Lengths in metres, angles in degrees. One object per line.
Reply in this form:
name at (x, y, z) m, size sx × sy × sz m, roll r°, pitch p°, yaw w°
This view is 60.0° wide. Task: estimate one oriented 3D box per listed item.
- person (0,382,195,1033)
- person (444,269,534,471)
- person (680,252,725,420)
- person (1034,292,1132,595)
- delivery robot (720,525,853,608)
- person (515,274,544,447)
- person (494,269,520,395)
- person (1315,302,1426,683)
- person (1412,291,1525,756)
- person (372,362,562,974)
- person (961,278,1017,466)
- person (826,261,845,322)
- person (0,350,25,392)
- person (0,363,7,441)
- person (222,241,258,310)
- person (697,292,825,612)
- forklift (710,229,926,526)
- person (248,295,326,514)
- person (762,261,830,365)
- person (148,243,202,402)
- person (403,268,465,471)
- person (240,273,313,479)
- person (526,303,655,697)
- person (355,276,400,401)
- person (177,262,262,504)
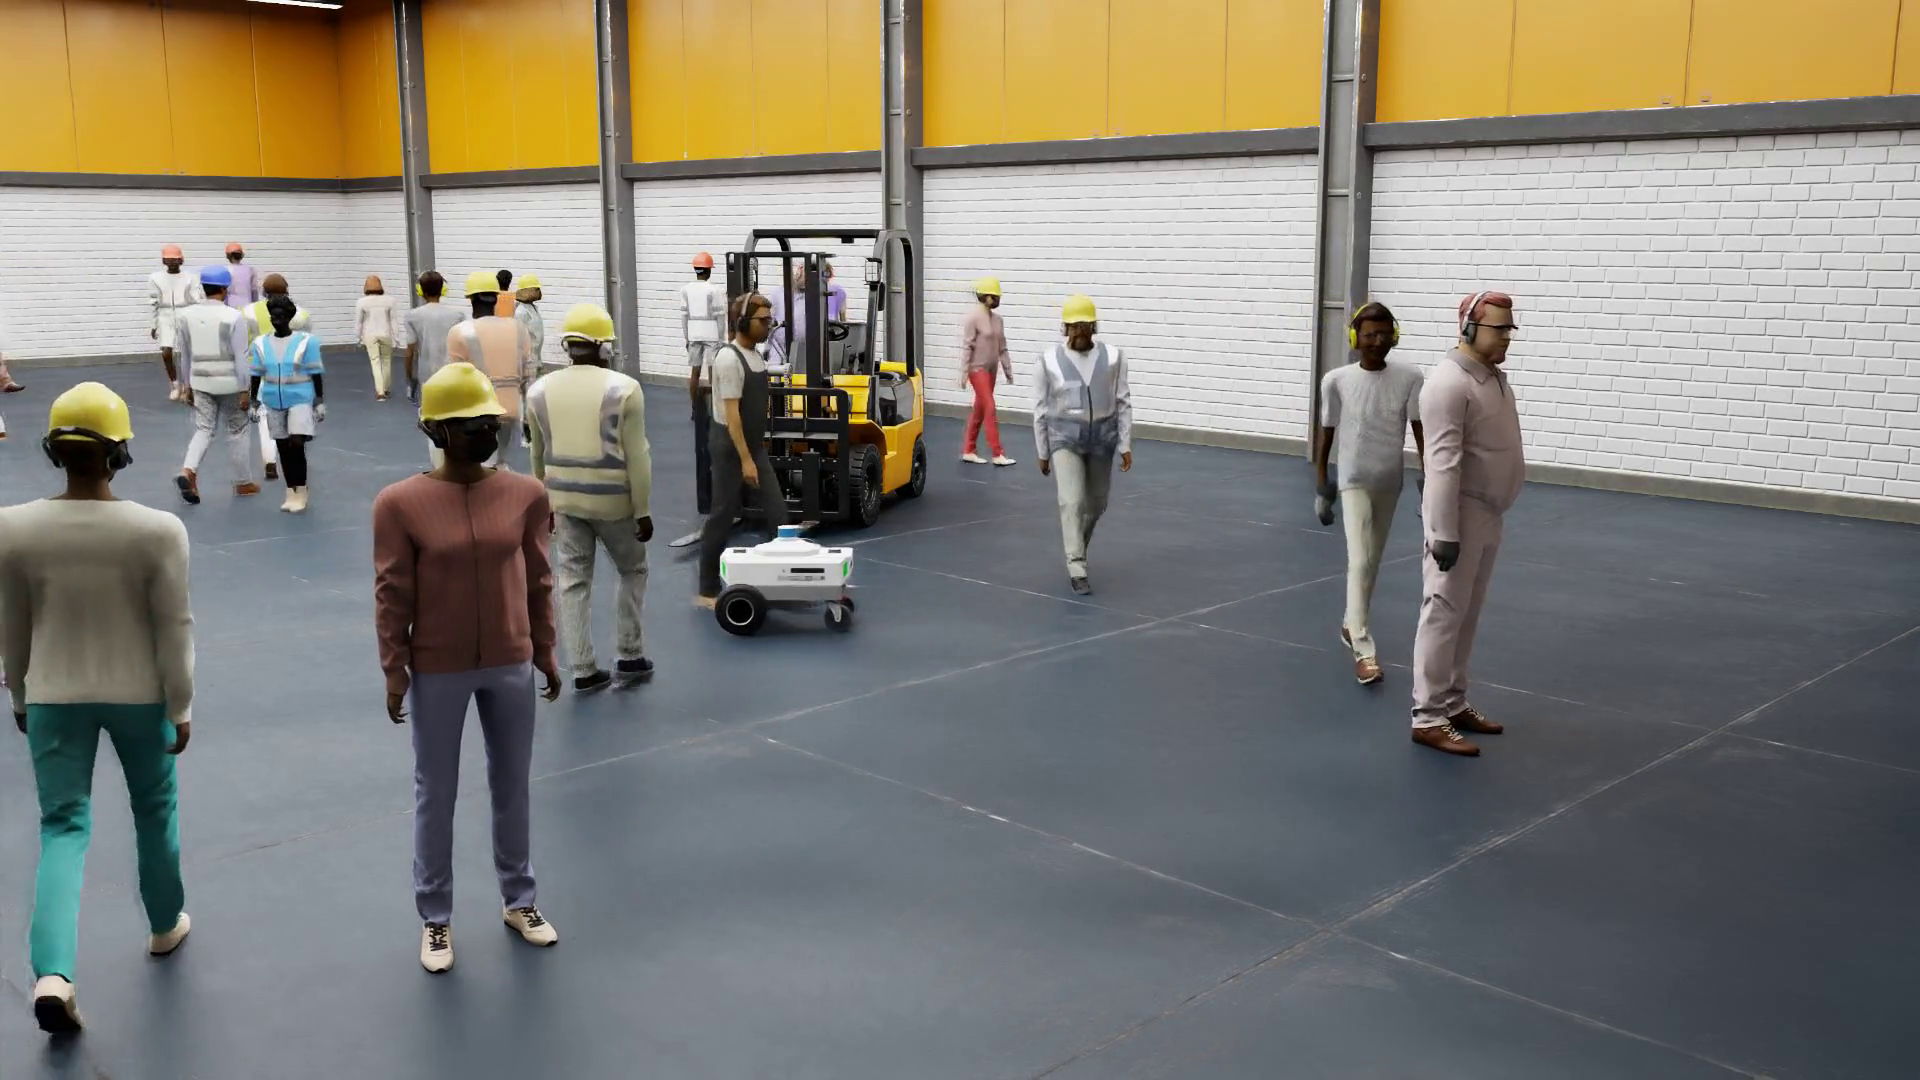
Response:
person at (-2.382, 0.437, 4.589) m, size 0.518 × 1.734 × 0.829 m, roll -3°, pitch 11°, yaw -16°
person at (-3.132, -0.833, 11.071) m, size 0.443 × 1.908 × 0.591 m, roll 8°, pitch 13°, yaw 38°
person at (-2.941, -2.338, 19.174) m, size 0.544 × 1.939 × 0.354 m, roll 3°, pitch 11°, yaw 18°
person at (0.736, -0.612, 10.157) m, size 0.582 × 1.800 × 0.832 m, roll -2°, pitch 11°, yaw -10°
delivery robot at (-0.936, 0.163, 9.054) m, size 0.707 × 0.478 × 0.477 m, roll 0°, pitch 10°, yaw 0°
person at (-4.330, -1.815, 16.849) m, size 0.287 × 1.746 × 0.487 m, roll 0°, pitch 10°, yaw 1°
person at (-5.777, -2.591, 21.213) m, size 0.532 × 1.697 × 0.319 m, roll -3°, pitch 11°, yaw -14°
person at (2.026, -0.251, 8.145) m, size 0.535 × 1.817 × 0.996 m, roll -1°, pitch 10°, yaw -5°
person at (2.135, -0.076, 6.933) m, size 0.401 × 1.904 × 0.646 m, roll 7°, pitch 13°, yaw 34°
person at (-1.430, 0.367, 4.883) m, size 0.533 × 1.772 × 0.296 m, roll -7°, pitch 12°, yaw -33°
person at (0.319, -1.537, 15.342) m, size 0.816 × 1.732 × 0.547 m, roll 8°, pitch 13°, yaw 36°
person at (-1.665, -2.441, 20.056) m, size 0.593 × 1.862 × 0.457 m, roll -5°, pitch 11°, yaw -25°
person at (-13.306, -2.904, 22.496) m, size 1.018 × 1.860 × 0.660 m, roll 1°, pitch 10°, yaw 4°
person at (-10.170, -1.880, 16.915) m, size 0.584 × 1.850 × 0.859 m, roll 7°, pitch 12°, yaw 32°
person at (-11.247, -3.624, 25.922) m, size 0.382 × 2.049 × 0.610 m, roll 8°, pitch 13°, yaw 37°
person at (-1.124, -0.457, 9.278) m, size 0.864 × 1.810 × 0.538 m, roll 4°, pitch 11°, yaw 20°
forklift at (-1.050, -1.319, 12.920) m, size 1.214 × 2.155 × 2.313 m, roll 2°, pitch 11°, yaw 13°
person at (-5.157, -1.023, 12.693) m, size 0.555 × 1.673 × 0.570 m, roll 0°, pitch 10°, yaw 2°
person at (-1.724, -1.987, 17.477) m, size 0.722 × 1.857 × 0.748 m, roll -1°, pitch 10°, yaw -5°
person at (-9.978, -2.751, 21.180) m, size 0.647 × 2.024 × 0.559 m, roll -3°, pitch 11°, yaw -17°
person at (-4.333, -1.319, 13.820) m, size 0.544 × 1.860 × 0.411 m, roll -4°, pitch 11°, yaw -23°
person at (-6.059, -1.460, 14.766) m, size 0.631 × 1.811 × 0.921 m, roll -4°, pitch 11°, yaw -20°
person at (-1.681, -0.197, 7.817) m, size 0.620 × 1.815 × 0.610 m, roll 2°, pitch 11°, yaw 12°
person at (-7.607, -2.627, 21.673) m, size 0.517 × 1.585 × 0.836 m, roll -6°, pitch 12°, yaw -29°
person at (-5.954, -1.245, 13.268) m, size 0.616 × 1.920 × 0.829 m, roll 1°, pitch 10°, yaw 8°
